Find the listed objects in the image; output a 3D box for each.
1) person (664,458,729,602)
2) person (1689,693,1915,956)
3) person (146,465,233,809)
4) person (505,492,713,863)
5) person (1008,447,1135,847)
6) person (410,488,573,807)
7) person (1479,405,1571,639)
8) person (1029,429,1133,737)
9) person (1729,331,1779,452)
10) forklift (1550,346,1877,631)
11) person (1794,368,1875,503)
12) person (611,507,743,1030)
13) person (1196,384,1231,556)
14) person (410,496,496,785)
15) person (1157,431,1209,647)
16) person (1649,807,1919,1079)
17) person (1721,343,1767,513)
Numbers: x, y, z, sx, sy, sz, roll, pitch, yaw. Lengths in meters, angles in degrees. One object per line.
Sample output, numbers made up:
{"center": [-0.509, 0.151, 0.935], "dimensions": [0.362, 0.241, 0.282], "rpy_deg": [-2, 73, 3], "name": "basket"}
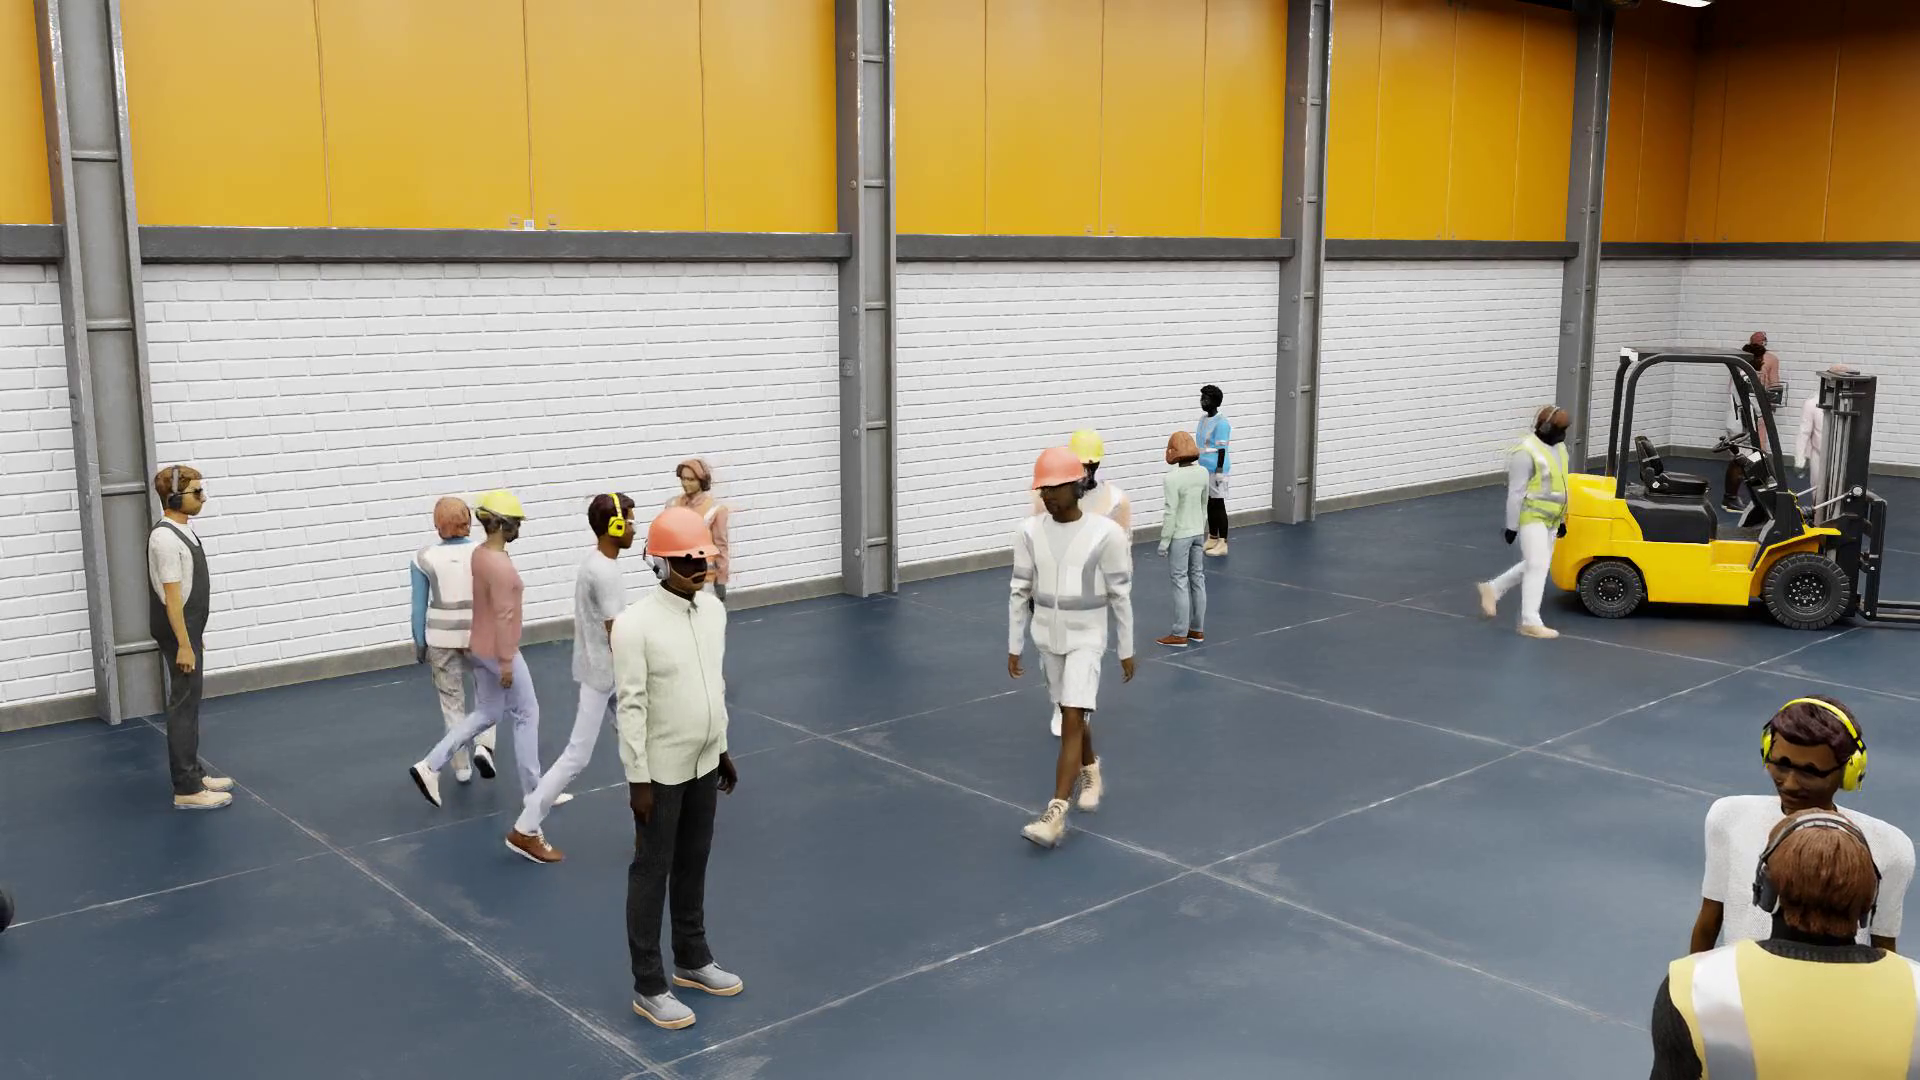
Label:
{"center": [-1.726, 0.256, 11.036], "dimensions": [0.535, 1.623, 0.452], "rpy_deg": [5, 11, 29], "name": "person"}
{"center": [2.112, 1.297, 4.266], "dimensions": [0.519, 1.865, 0.326], "rpy_deg": [6, 11, 31], "name": "person"}
{"center": [-4.136, 0.515, 8.898], "dimensions": [0.338, 1.844, 0.511], "rpy_deg": [-4, 10, -20], "name": "person"}
{"center": [-1.758, 0.677, 8.063], "dimensions": [0.977, 1.823, 0.526], "rpy_deg": [-1, 10, -6], "name": "person"}
{"center": [0.547, 0.511, 8.512], "dimensions": [0.637, 1.985, 1.054], "rpy_deg": [5, 11, 28], "name": "person"}
{"center": [-2.514, 0.590, 8.798], "dimensions": [0.746, 1.733, 0.531], "rpy_deg": [-6, 11, -32], "name": "person"}
{"center": [4.434, -0.169, 13.051], "dimensions": [0.637, 1.801, 0.714], "rpy_deg": [-9, 14, -44], "name": "person"}
{"center": [0.730, 0.281, 10.057], "dimensions": [0.627, 1.910, 0.419], "rpy_deg": [0, 10, 2], "name": "person"}
{"center": [10.999, -1.930, 23.029], "dimensions": [0.400, 1.910, 0.643], "rpy_deg": [-9, 13, -43], "name": "person"}
{"center": [6.109, -0.478, 13.691], "dimensions": [2.313, 2.155, 1.214], "rpy_deg": [3, 10, 16], "name": "forklift"}
{"center": [8.614, -0.773, 16.425], "dimensions": [0.673, 1.851, 1.012], "rpy_deg": [6, 11, 31], "name": "person"}
{"center": [-1.081, 0.857, 6.450], "dimensions": [0.386, 1.996, 0.610], "rpy_deg": [6, 11, 30], "name": "person"}
{"center": [2.489, -0.690, 16.412], "dimensions": [0.321, 1.691, 0.536], "rpy_deg": [-3, 10, -15], "name": "person"}
{"center": [-2.760, 0.567, 9.213], "dimensions": [0.537, 1.622, 0.394], "rpy_deg": [-2, 10, -14], "name": "person"}
{"center": [1.689, -0.011, 12.591], "dimensions": [0.497, 1.633, 0.279], "rpy_deg": [-9, 13, -43], "name": "person"}
{"center": [1.713, 1.449, 3.438], "dimensions": [0.619, 1.845, 0.430], "rpy_deg": [2, 10, 13], "name": "person"}
{"center": [9.017, -1.292, 19.159], "dimensions": [0.379, 1.957, 0.617], "rpy_deg": [3, 10, 16], "name": "person"}
